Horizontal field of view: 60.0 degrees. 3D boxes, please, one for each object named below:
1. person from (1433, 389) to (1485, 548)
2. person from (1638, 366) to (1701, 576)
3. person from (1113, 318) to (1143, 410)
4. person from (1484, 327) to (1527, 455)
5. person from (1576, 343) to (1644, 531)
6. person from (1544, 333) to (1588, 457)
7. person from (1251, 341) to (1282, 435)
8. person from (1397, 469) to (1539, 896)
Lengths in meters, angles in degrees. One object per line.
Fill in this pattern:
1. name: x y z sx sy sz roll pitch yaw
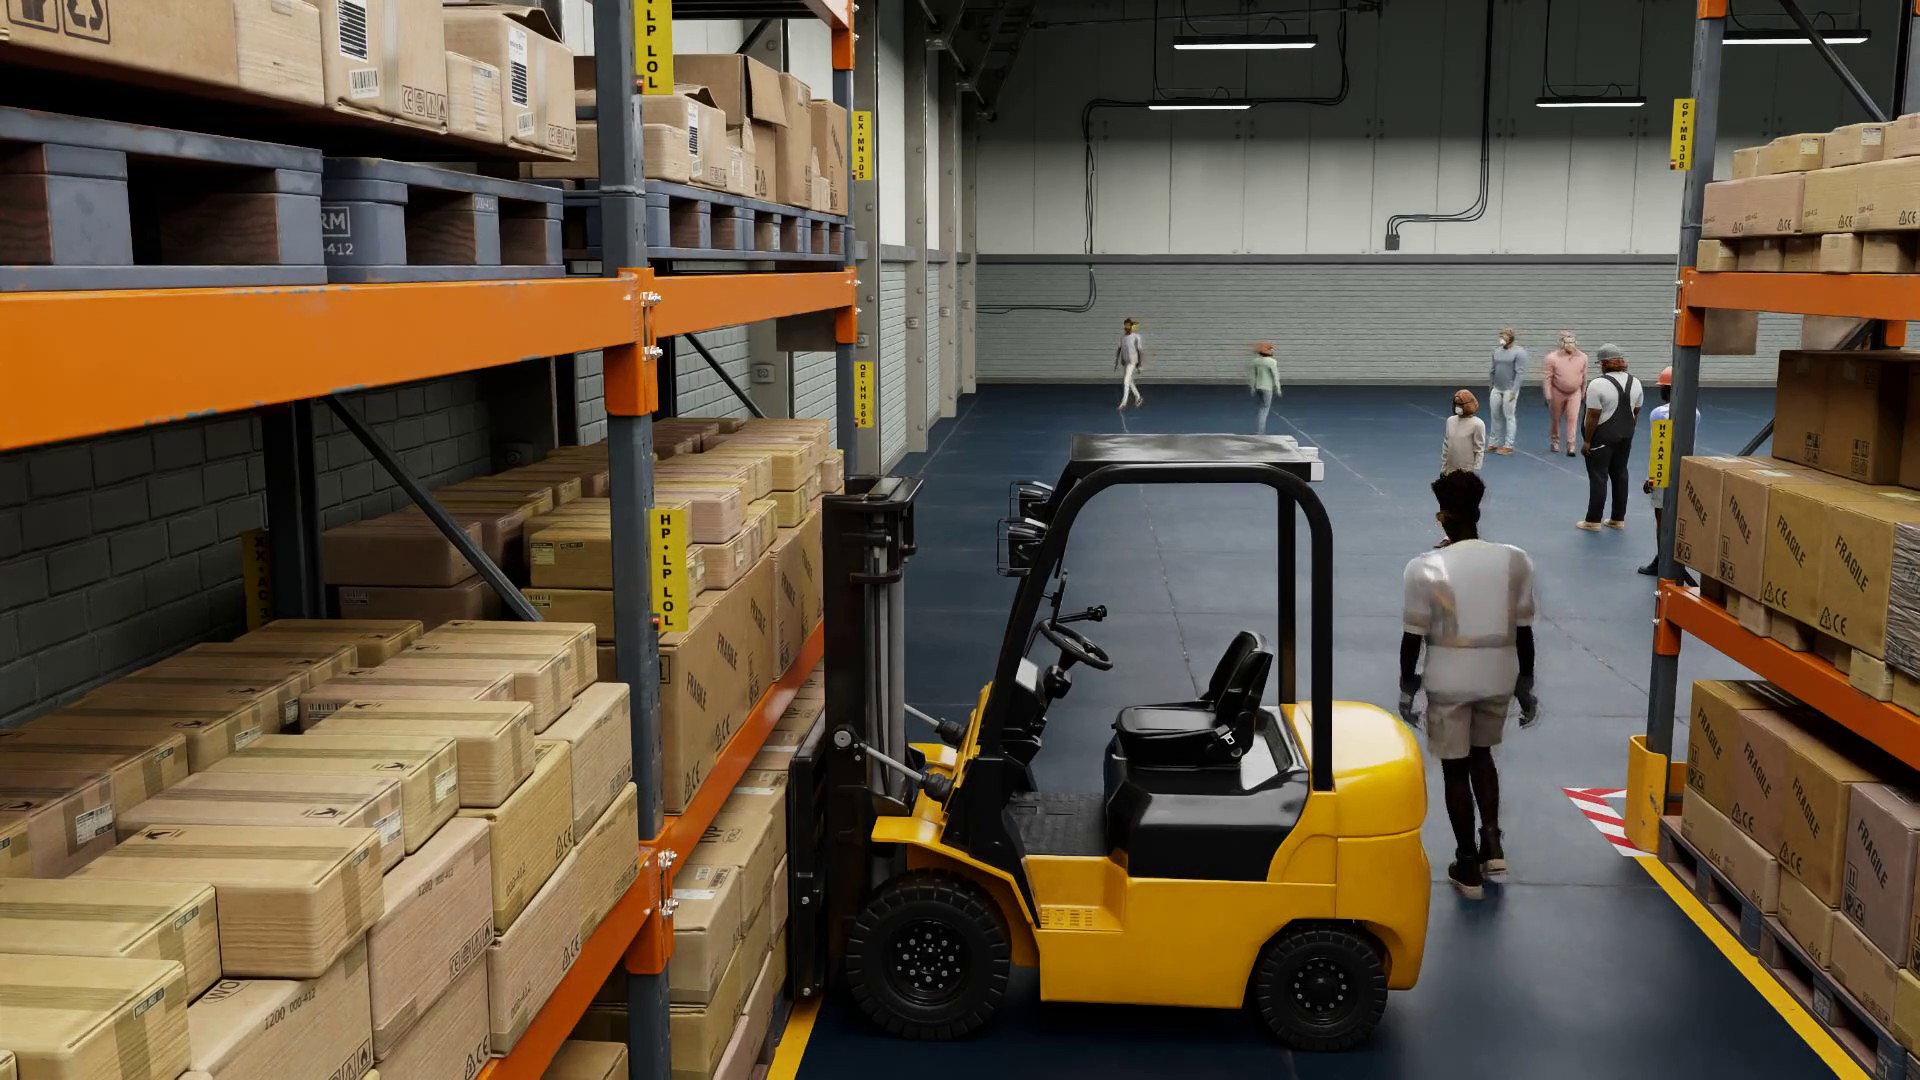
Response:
1. person: 5.023 -0.693 16.675 0.289 1.632 0.497 -6 11 -31
2. person: 6.533 -0.628 15.357 0.546 1.939 0.375 -4 10 -24
3. person: 3.419 -3.530 33.291 0.503 1.838 0.913 9 13 43
4. person: 8.267 -2.260 25.262 0.415 1.937 0.635 -5 11 -30
5. person: 6.988 -1.121 18.034 0.679 2.000 0.537 -4 10 -21
6. person: 9.188 -2.218 25.263 0.648 1.858 1.006 2 10 10
7. person: 5.080 -2.477 27.536 0.437 1.620 0.506 -5 11 -29
8. person: 2.300 0.649 7.601 0.635 1.939 0.480 -1 9 -8
